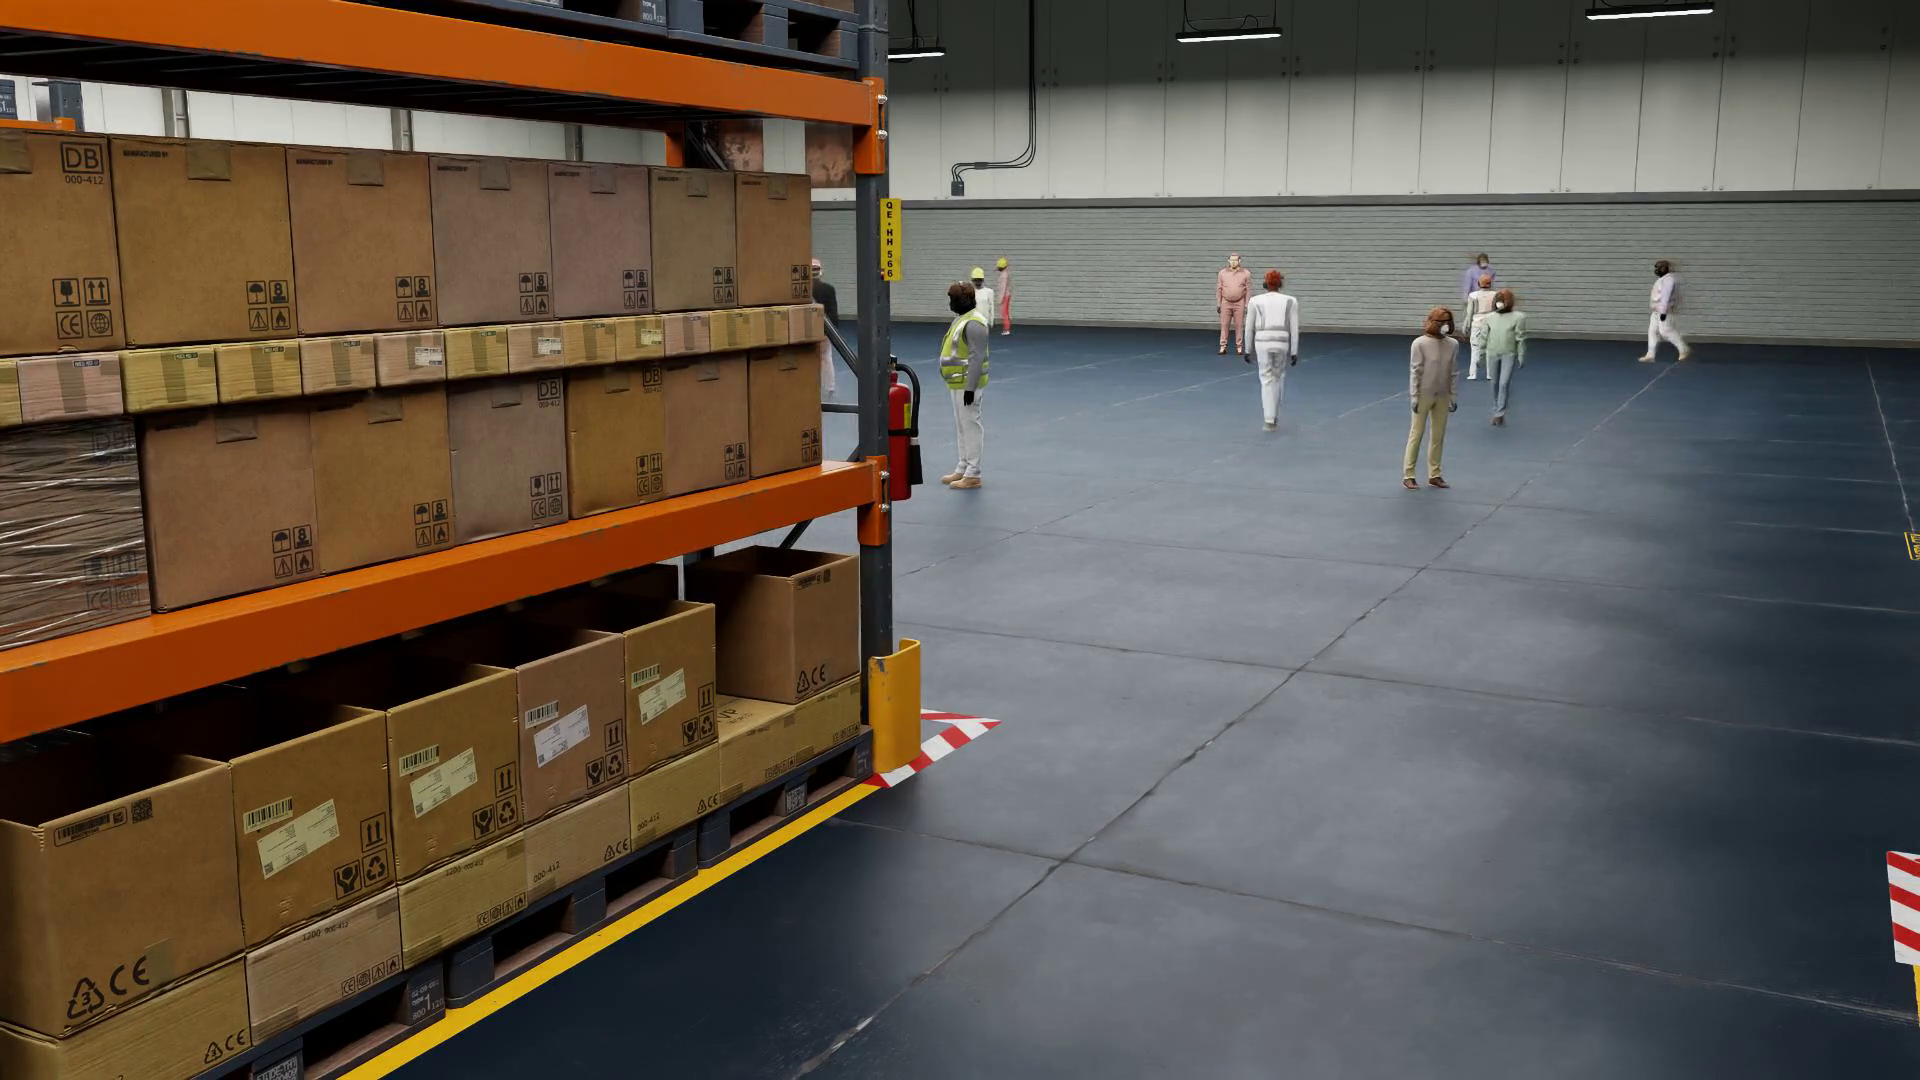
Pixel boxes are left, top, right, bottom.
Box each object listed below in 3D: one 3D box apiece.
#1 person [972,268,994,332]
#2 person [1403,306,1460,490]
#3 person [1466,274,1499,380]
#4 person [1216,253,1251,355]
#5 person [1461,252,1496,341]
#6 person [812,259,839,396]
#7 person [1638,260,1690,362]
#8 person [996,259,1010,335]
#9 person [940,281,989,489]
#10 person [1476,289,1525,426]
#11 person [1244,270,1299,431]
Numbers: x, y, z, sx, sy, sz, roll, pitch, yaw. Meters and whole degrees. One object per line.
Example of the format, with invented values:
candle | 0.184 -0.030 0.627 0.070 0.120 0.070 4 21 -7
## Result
person | 0.283 -3.517 26.812 0.537 1.725 0.920 -1 10 -3
person | 4.185 -1.249 14.711 0.499 1.626 0.307 -4 11 -19
person | 8.105 -3.289 25.776 0.510 1.639 0.308 1 10 5
person | 5.145 -4.443 31.327 0.641 1.913 0.407 2 11 13
person | 10.781 -5.043 34.650 0.640 1.906 0.845 -1 10 -4
person | -1.975 -2.893 22.871 0.616 1.937 0.997 0 10 -1
person | 12.513 -4.044 29.421 0.754 1.816 0.618 1 10 4
person | 0.959 -5.480 37.505 0.333 1.720 0.675 -1 10 -5
person | 0.036 -1.377 14.815 0.429 1.838 0.621 -2 11 -11
person | 6.321 -2.127 19.534 0.523 1.603 0.750 8 13 36
person | 3.602 -2.210 19.338 0.583 1.836 0.925 0 10 -3
